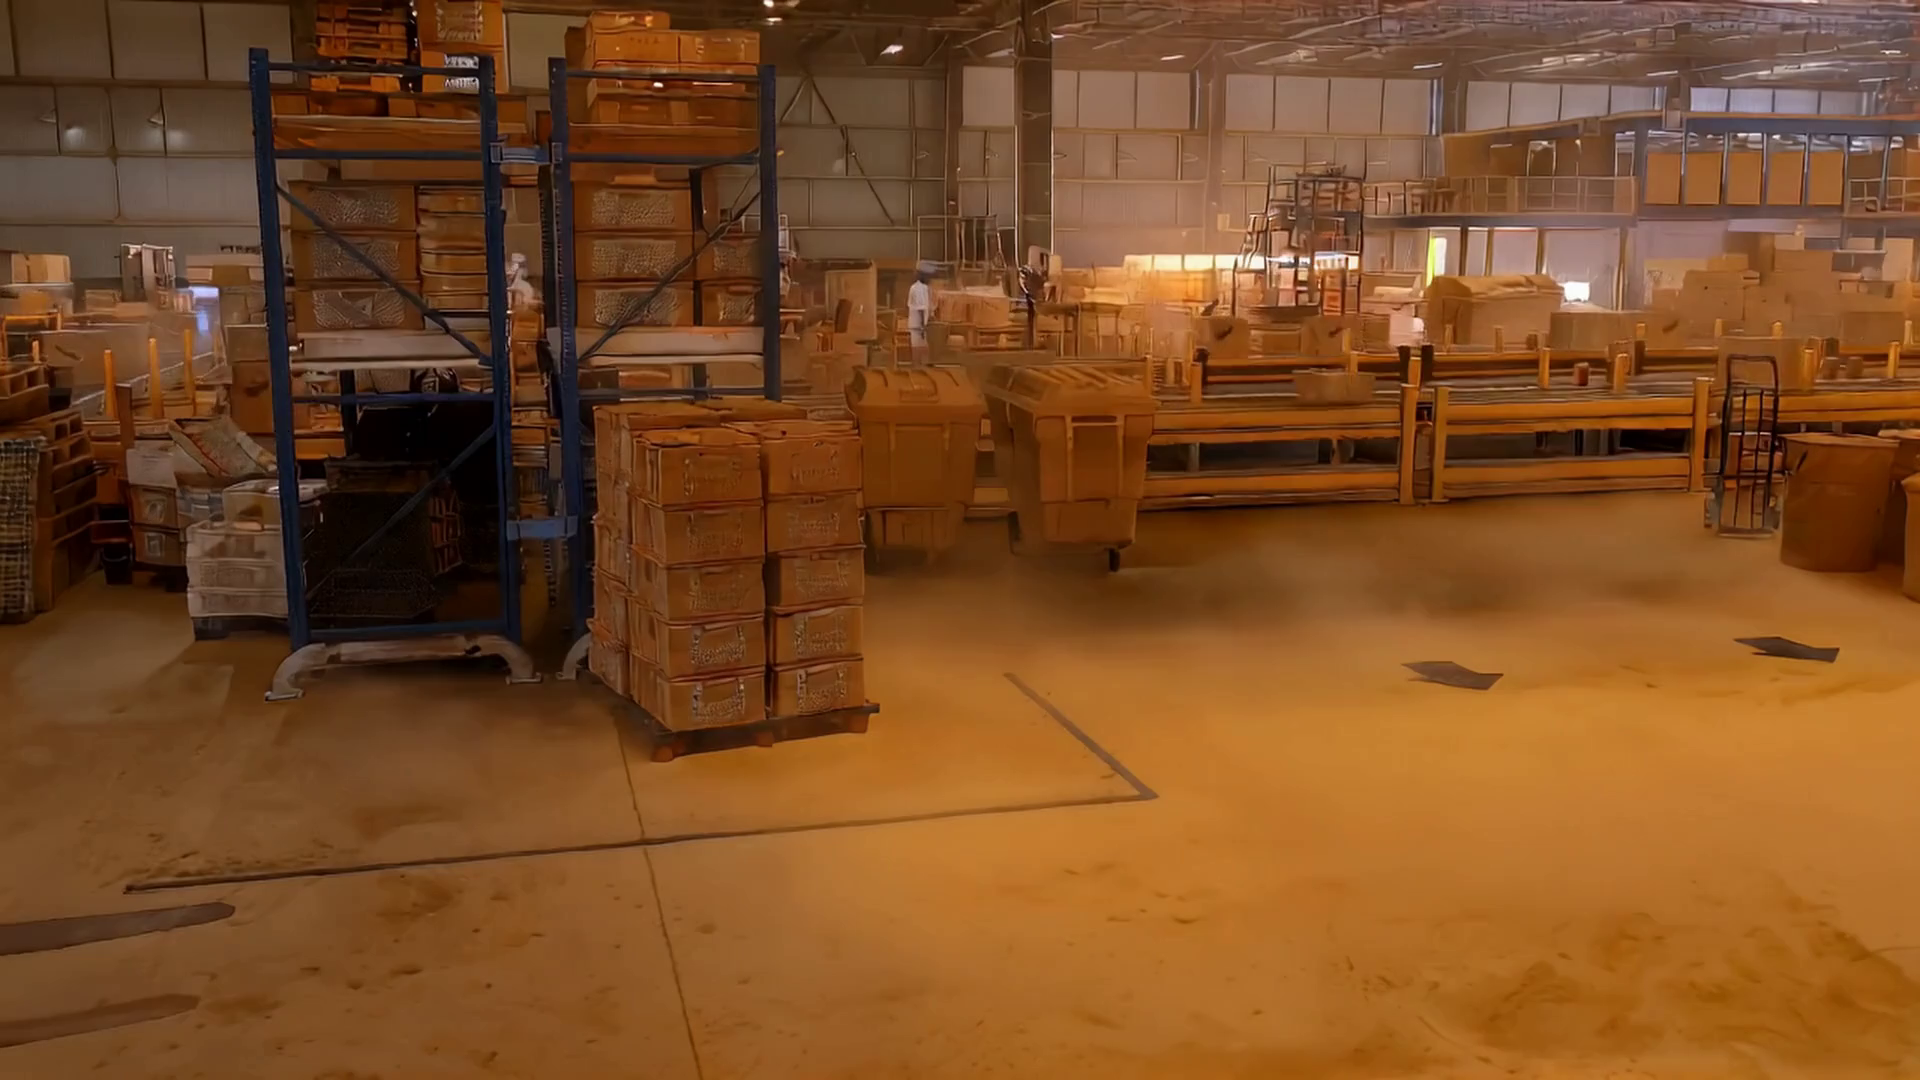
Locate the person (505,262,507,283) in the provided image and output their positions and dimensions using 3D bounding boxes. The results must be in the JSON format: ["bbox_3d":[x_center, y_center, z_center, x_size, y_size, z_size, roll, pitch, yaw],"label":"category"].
[{"bbox_3d":[-10.811,-5.723,39.514,0.313,1.767,0.534,-7,12,-35],"label":"person"}]

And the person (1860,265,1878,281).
[{"bbox_3d":[15.333,-3.711,28.020,0.610,1.801,0.501,-5,11,-28],"label":"person"}]

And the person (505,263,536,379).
[{"bbox_3d":[-7.069,-3.446,26.386,0.791,1.862,0.673,-9,14,-43],"label":"person"}]

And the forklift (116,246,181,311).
[{"bbox_3d":[-19.966,-6.232,40.894,1.157,1.987,2.680,-3,10,-15],"label":"forklift"}]

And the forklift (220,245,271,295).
[{"bbox_3d":[-17.749,-6.334,41.440,1.157,1.987,2.680,-3,10,-17],"label":"forklift"}]

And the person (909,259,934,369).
[{"bbox_3d":[-0.572,-3.207,24.792,0.378,1.932,0.551,-2,10,-11],"label":"person"}]

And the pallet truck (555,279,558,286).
[{"bbox_3d":[-10.604,-6.375,44.520,0.653,1.274,1.630,-3,10,-15],"label":"pallet truck"}]

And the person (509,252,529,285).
[{"bbox_3d":[-9.537,-5.286,36.402,1.003,2.008,0.607,-4,11,-23],"label":"person"}]
